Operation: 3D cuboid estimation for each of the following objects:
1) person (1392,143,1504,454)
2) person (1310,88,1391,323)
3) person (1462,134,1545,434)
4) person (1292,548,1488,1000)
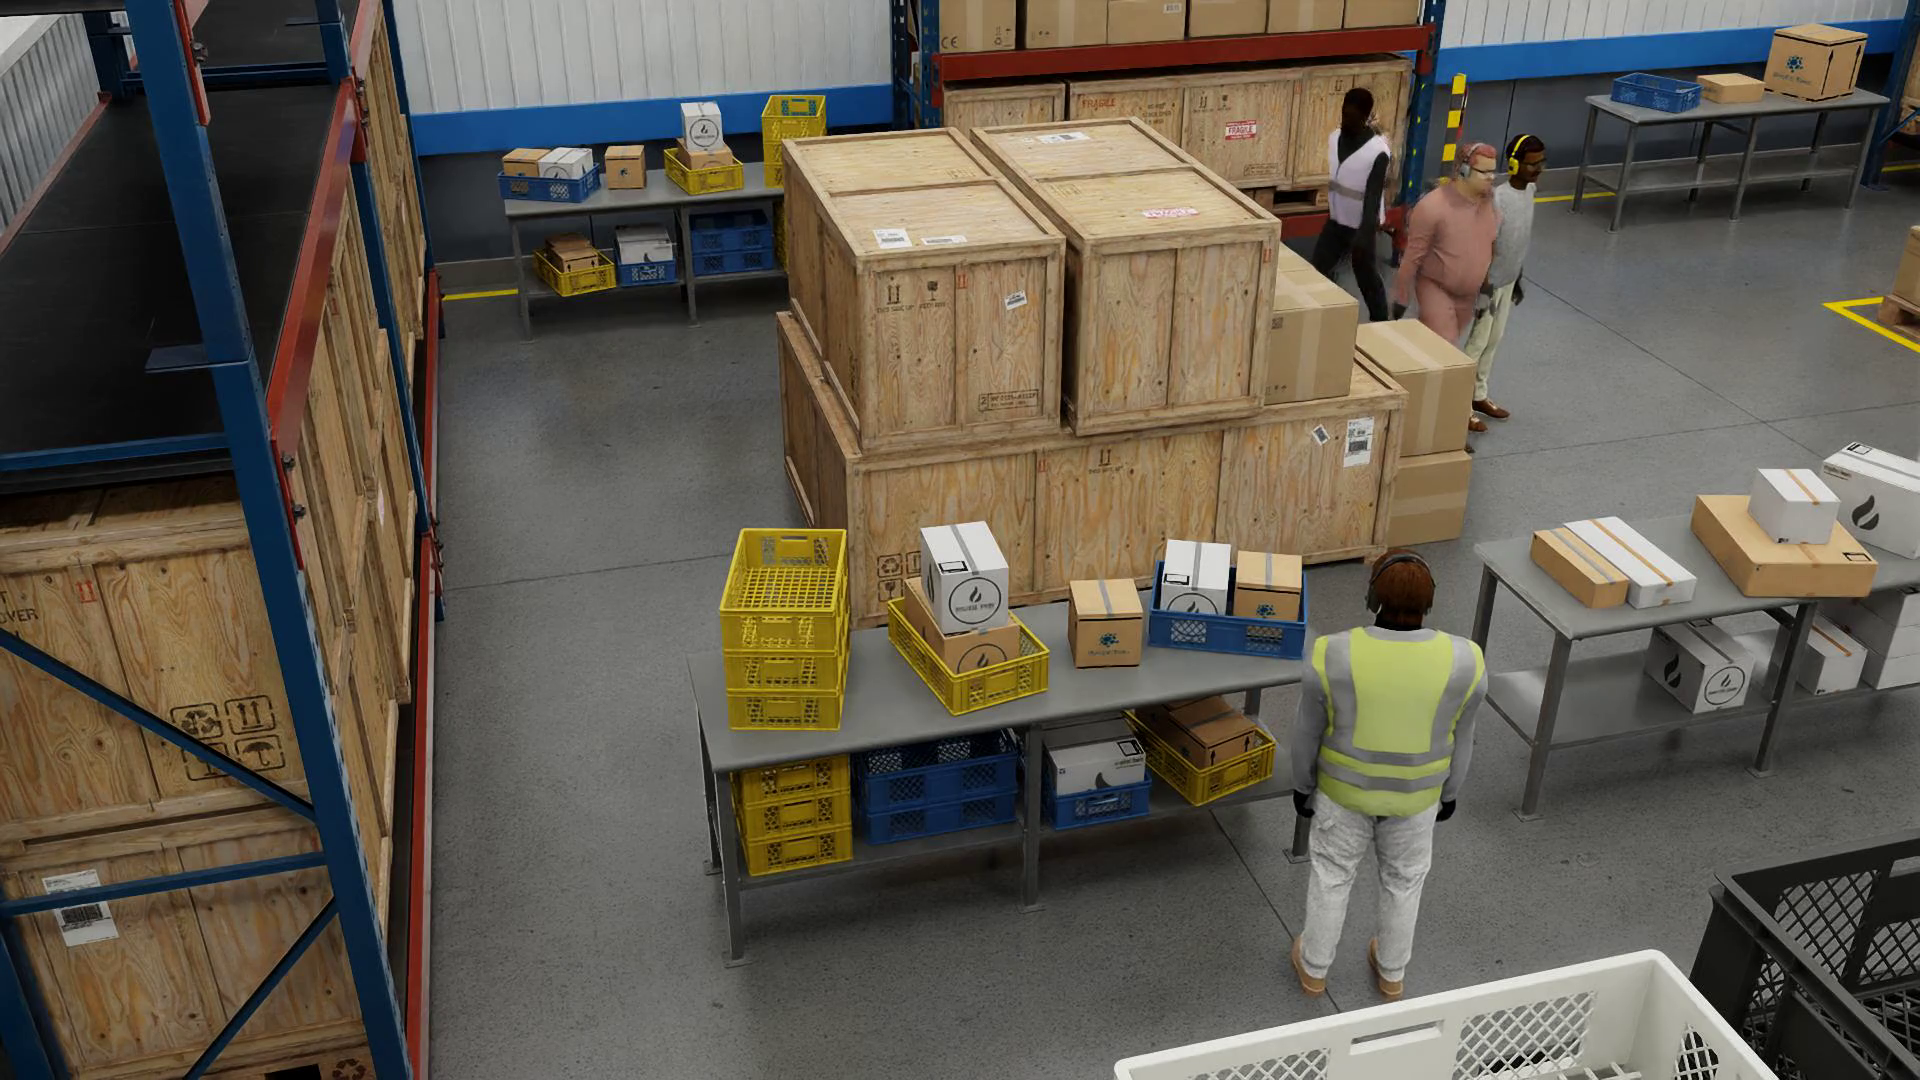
[{"bbox_3d":[2.990,-1.557,10.271,0.657,1.872,0.920,-12,31,-21],"label":"person"},{"bbox_3d":[2.645,-2.158,11.376,1.027,1.857,0.599,-13,32,-23],"label":"person"},{"bbox_3d":[3.368,-1.601,10.349,0.327,1.871,0.516,26,38,38],"label":"person"},{"bbox_3d":[1.482,0.860,5.926,0.619,1.836,0.430,4,29,7],"label":"person"}]
